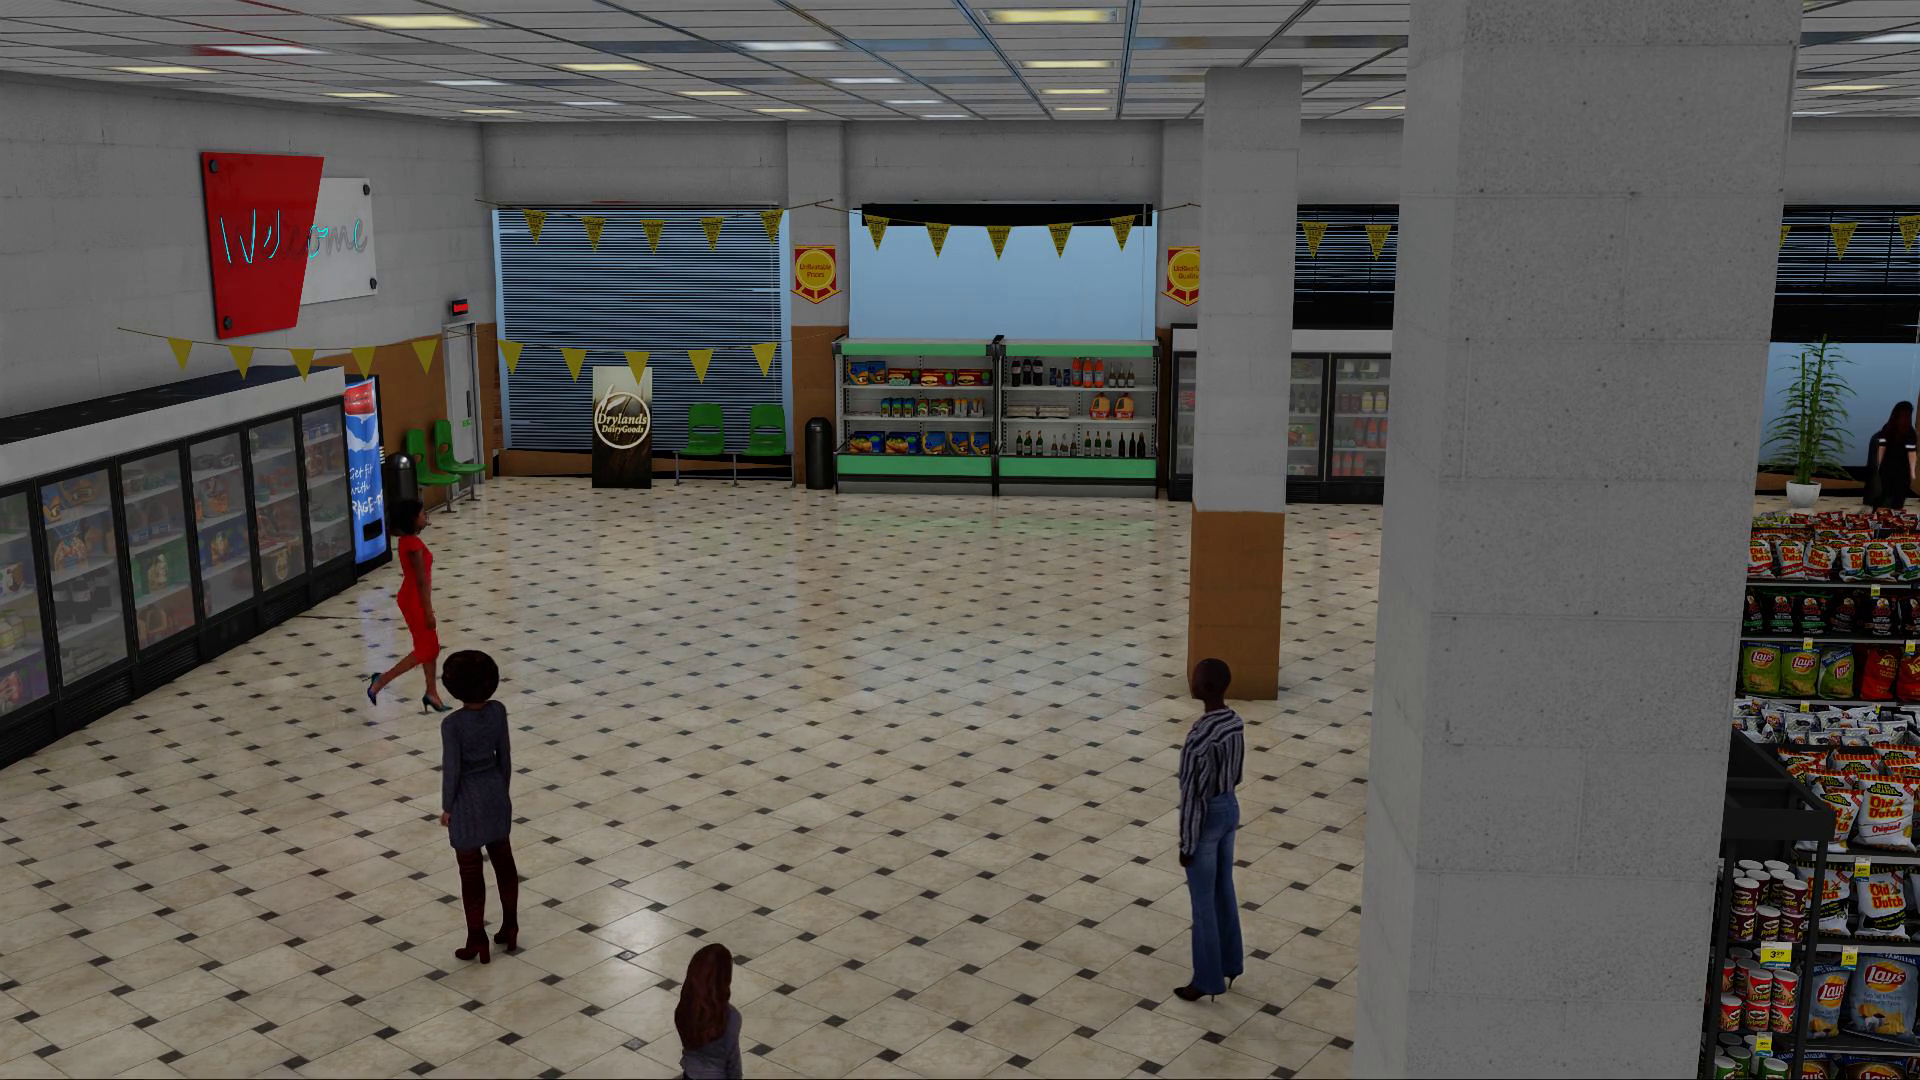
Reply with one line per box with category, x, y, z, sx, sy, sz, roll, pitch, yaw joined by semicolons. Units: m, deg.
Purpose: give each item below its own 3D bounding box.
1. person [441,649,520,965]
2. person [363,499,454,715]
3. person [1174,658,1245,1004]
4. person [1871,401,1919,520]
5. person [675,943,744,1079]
person;-2.572;1.416;8.911;0.676;1.709;0.654;9;15;38
person;-4.297;0.560;12.939;0.988;1.724;0.841;-6;13;-26
person;1.280;1.472;8.441;0.685;1.792;0.693;7;14;31
person;11.126;-0.845;19.833;0.910;1.633;0.799;-5;13;-22
person;-1.048;2.184;6.757;0.519;1.093;0.614;6;13;27
